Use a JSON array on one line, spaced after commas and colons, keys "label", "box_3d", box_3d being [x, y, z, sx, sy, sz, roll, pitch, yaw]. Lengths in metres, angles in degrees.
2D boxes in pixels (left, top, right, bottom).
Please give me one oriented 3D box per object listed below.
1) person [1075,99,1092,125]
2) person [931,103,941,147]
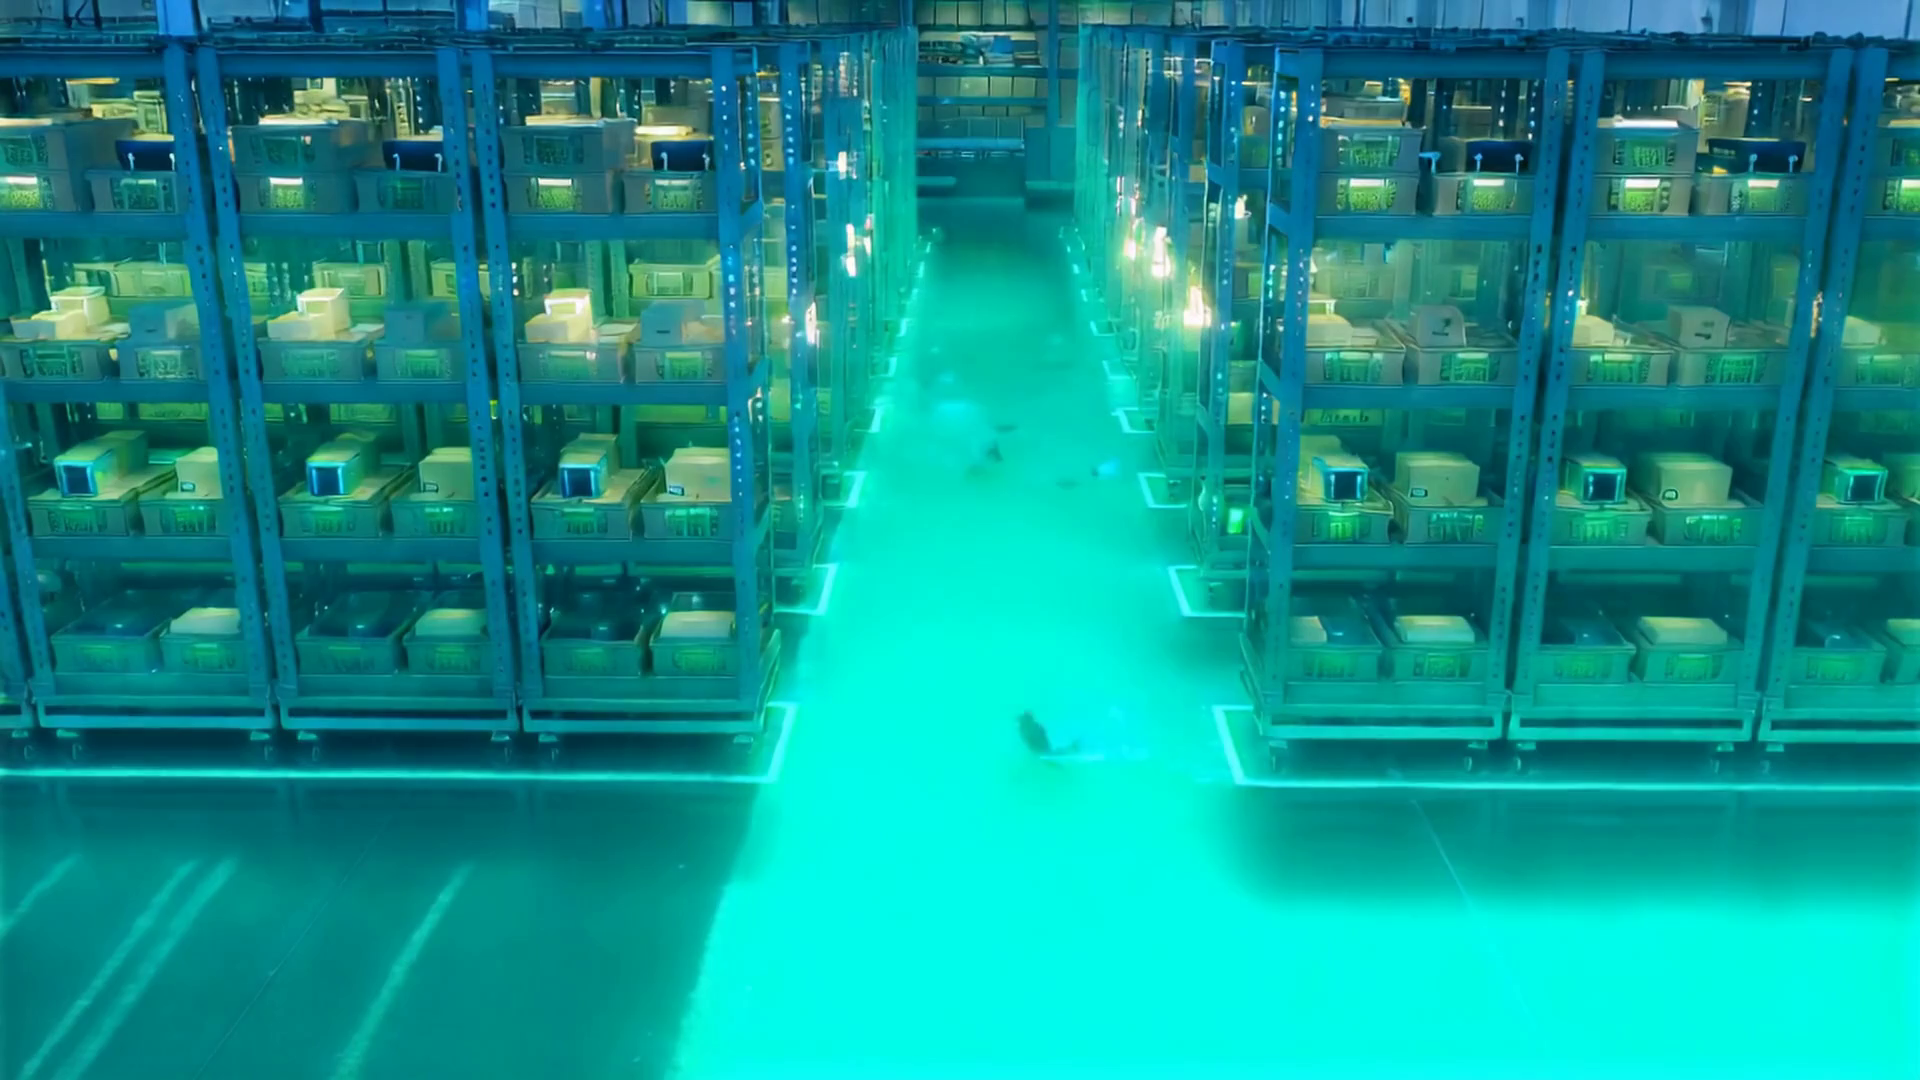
[{"label": "person", "box_3d": [3.167, -10.593, 42.948, 0.403, 1.937, 0.604, -13, 21, -35]}, {"label": "person", "box_3d": [-0.711, -12.683, 49.796, 0.508, 1.821, 0.629, 3, 18, 10]}]
